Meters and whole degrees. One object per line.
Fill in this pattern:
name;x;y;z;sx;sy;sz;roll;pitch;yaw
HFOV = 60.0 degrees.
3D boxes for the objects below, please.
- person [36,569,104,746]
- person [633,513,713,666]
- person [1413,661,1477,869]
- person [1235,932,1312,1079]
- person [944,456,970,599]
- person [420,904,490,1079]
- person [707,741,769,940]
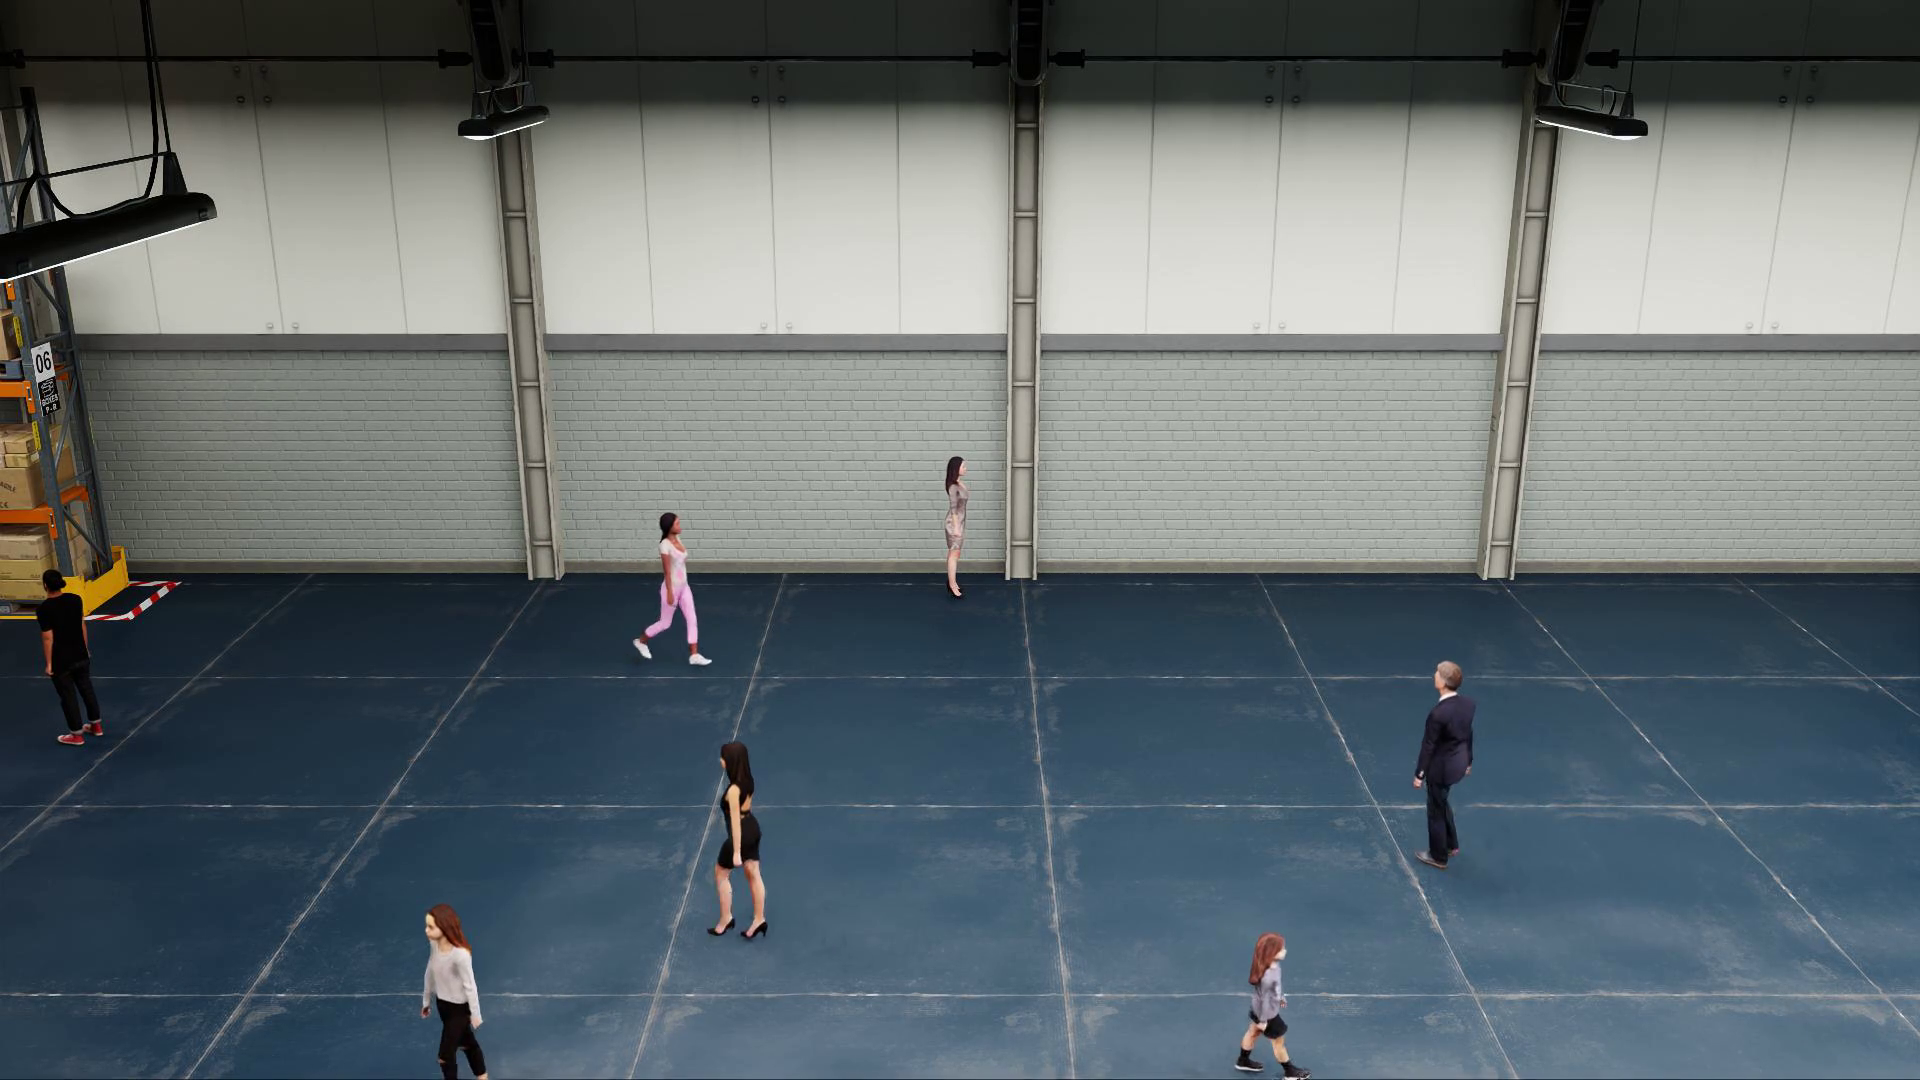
person;-8.661;1.123;16.136;0.676;1.757;0.700;8;20;22
person;-3.158;0.554;17.952;1.173;1.713;0.786;5;19;15
person;4.061;1.882;13.720;0.797;1.808;0.886;-13;22;-34
person;1.997;3.106;11.133;0.765;1.082;0.581;4;18;11
person;-0.059;-0.169;20.120;0.496;1.746;0.585;0;18;1
person;-3.221;3.006;10.819;0.784;1.466;0.838;16;24;40
person;-1.583;2.314;12.677;0.755;1.633;0.677;4;18;12
